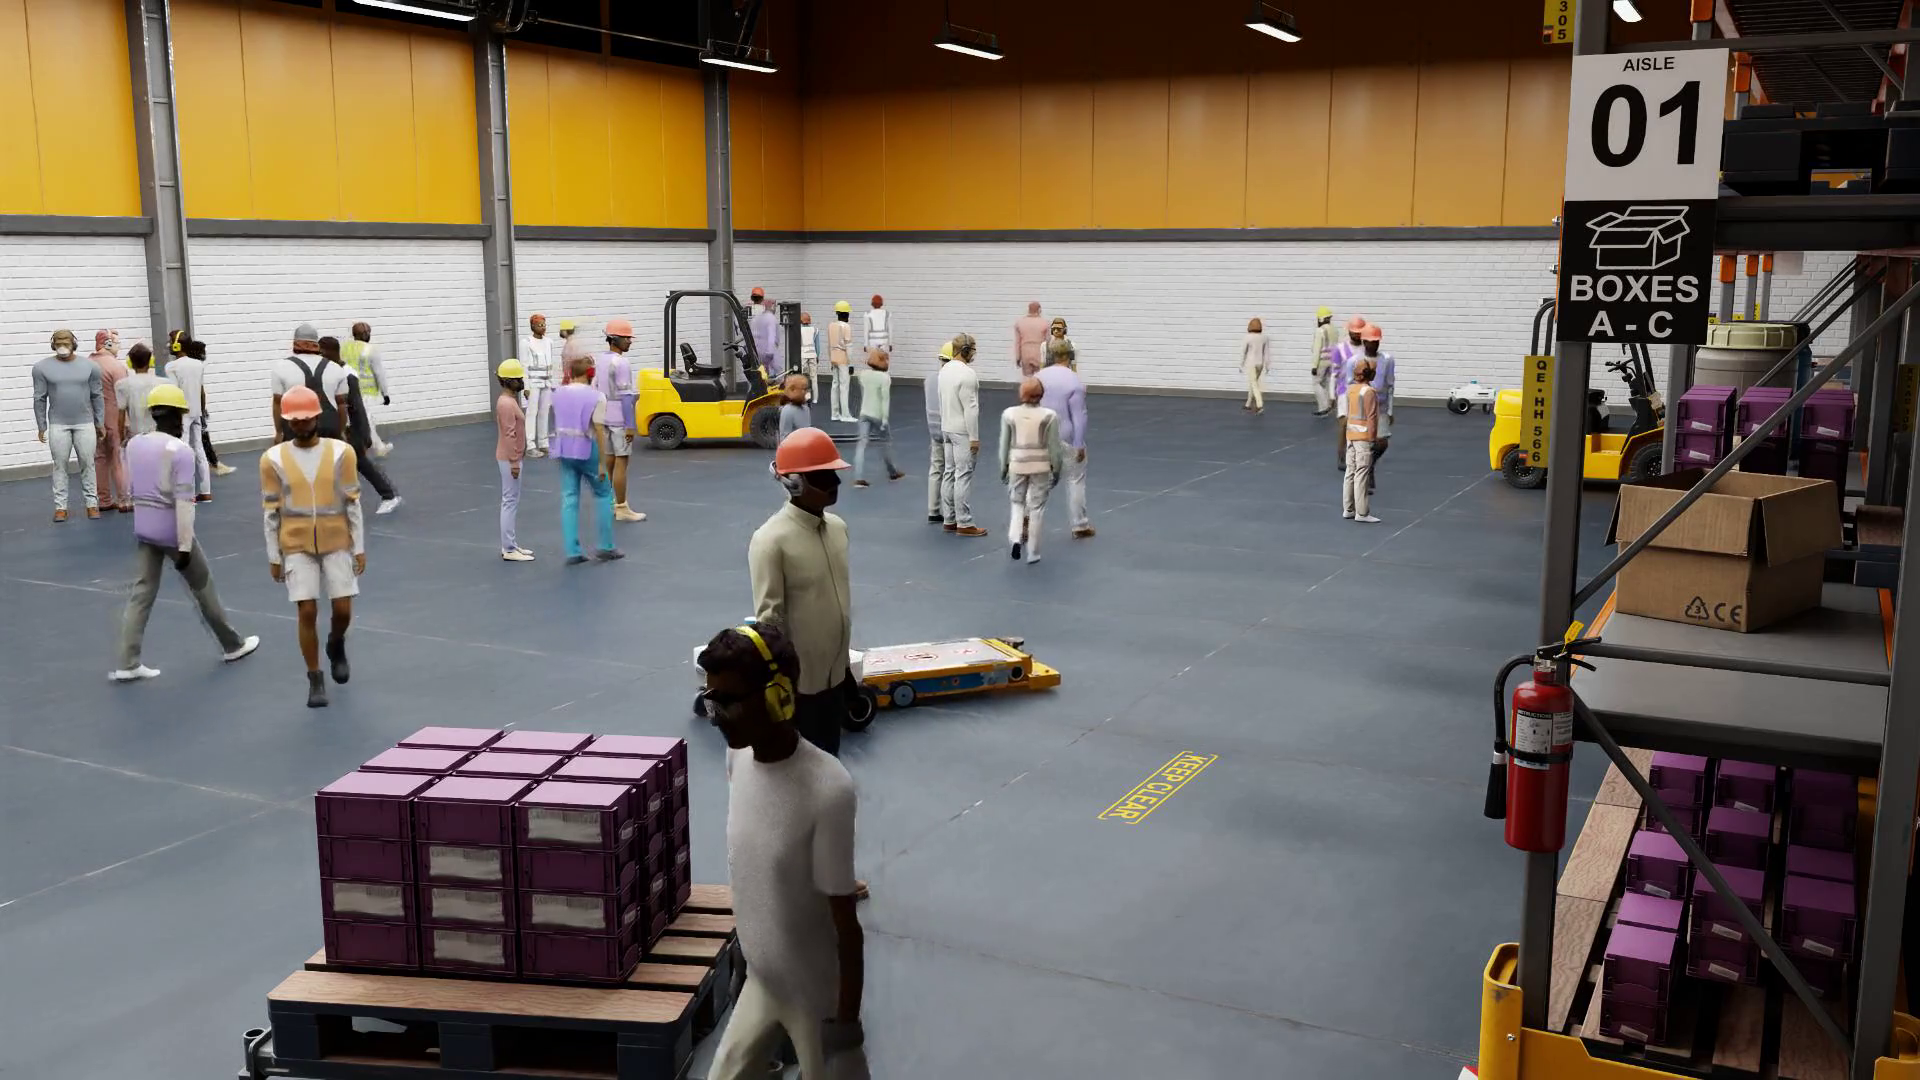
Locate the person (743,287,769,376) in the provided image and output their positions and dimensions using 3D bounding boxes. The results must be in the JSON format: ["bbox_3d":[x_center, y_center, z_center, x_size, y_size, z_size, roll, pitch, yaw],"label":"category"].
[{"bbox_3d":[-3.842,-3.800,31.721,0.607,2.044,0.371,0,10,-1],"label":"person"}]

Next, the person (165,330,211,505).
[{"bbox_3d":[-8.272,-1.305,17.764,0.320,1.876,0.533,3,10,19],"label":"person"}]

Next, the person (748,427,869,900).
[{"bbox_3d":[-0.609,0.540,6.732,0.375,1.997,0.611,5,11,26],"label":"person"}]

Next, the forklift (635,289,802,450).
[{"bbox_3d":[-3.358,-2.392,23.136,2.313,2.155,1.214,-1,10,-5],"label":"forklift"}]

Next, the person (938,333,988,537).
[{"bbox_3d":[0.012,-0.999,15.816,0.373,1.937,0.630,-5,11,-27],"label":"person"}]

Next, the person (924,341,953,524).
[{"bbox_3d":[-0.099,-1.040,16.382,0.404,1.825,0.598,-9,13,-43],"label":"person"}]

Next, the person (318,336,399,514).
[{"bbox_3d":[-6.169,-1.137,16.868,1.014,1.867,0.645,-8,13,-40],"label":"person"}]

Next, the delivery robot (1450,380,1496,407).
[{"bbox_3d":[8.595,-2.436,27.859,0.707,0.478,0.477,0,10,0],"label":"delivery robot"}]

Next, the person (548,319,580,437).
[{"bbox_3d":[-5.619,-2.376,24.362,0.815,1.739,0.522,-7,12,-34],"label":"person"}]

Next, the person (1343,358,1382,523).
[{"bbox_3d":[4.026,-0.998,16.664,0.310,1.642,0.514,-2,10,-13],"label":"person"}]

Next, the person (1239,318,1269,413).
[{"bbox_3d":[4.973,-2.942,28.059,0.510,1.593,0.833,-4,10,-20],"label":"person"}]

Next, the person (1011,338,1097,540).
[{"bbox_3d":[0.886,-0.924,15.516,0.639,1.912,0.850,9,13,41],"label":"person"}]

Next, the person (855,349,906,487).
[{"bbox_3d":[-0.943,-1.413,19.224,0.493,1.573,0.864,7,12,35],"label":"person"}]

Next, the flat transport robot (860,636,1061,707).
[{"bbox_3d":[-0.164,0.800,10.217,1.431,0.197,0.652,-4,11,-23],"label":"flat transport robot"}]

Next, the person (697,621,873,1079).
[{"bbox_3d":[-0.393,1.096,3.975,0.516,1.838,0.672,-8,13,-39],"label":"person"}]

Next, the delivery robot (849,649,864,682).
[{"bbox_3d":[-0.897,0.763,9.337,0.707,0.478,0.477,-8,13,-39],"label":"delivery robot"}]

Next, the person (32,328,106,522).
[{"bbox_3d":[-8.937,-1.156,16.723,0.635,1.936,0.352,-5,11,-29],"label":"person"}]

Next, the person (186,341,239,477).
[{"bbox_3d":[-9.171,-1.549,19.846,0.877,1.641,0.535,-4,11,-21],"label":"person"}]

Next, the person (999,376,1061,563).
[{"bbox_3d":[0.603,-0.594,14.365,0.534,1.624,0.391,3,10,14],"label":"person"}]

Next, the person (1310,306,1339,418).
[{"bbox_3d":[5.918,-2.895,27.110,0.608,1.830,0.404,-10,14,-44],"label":"person"}]

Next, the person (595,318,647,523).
[{"bbox_3d":[-3.416,-1.196,16.656,0.394,2.040,0.609,-7,12,-37],"label":"person"}]

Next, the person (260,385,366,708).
[{"bbox_3d":[-3.857,0.024,9.941,0.559,1.918,0.505,-4,11,-22],"label":"person"}]

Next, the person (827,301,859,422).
[{"bbox_3d":[-1.877,-2.836,26.477,0.368,1.928,0.585,-8,13,-39],"label":"person"}]

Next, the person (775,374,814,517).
[{"bbox_3d":[-1.471,-0.669,14.798,0.455,1.618,0.516,3,10,19],"label":"person"}]

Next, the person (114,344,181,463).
[{"bbox_3d":[-7.686,-0.940,15.798,0.519,1.833,0.837,-3,10,-18],"label":"person"}]

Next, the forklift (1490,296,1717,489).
[{"bbox_3d":[7.296,-1.677,18.993,2.313,2.155,1.214,5,11,27],"label":"forklift"}]

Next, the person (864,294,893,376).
[{"bbox_3d":[-1.594,-3.847,32.458,0.584,1.882,0.337,-2,10,-12],"label":"person"}]

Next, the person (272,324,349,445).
[{"bbox_3d":[-6.287,-1.102,16.108,0.706,2.000,0.545,-8,12,-37],"label":"person"}]

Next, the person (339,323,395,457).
[{"bbox_3d":[-7.668,-1.907,21.492,0.654,1.786,0.974,5,11,26],"label":"person"}]

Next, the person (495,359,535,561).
[{"bbox_3d":[-3.906,-0.700,14.577,0.313,1.767,0.534,-3,10,-16],"label":"person"}]

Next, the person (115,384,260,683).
[{"bbox_3d":[-5.046,-0.060,10.628,0.582,1.863,0.999,4,11,21],"label":"person"}]

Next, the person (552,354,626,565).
[{"bbox_3d":[-3.237,-0.704,14.463,0.569,1.812,0.689,4,10,21],"label":"person"}]

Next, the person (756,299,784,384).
[{"bbox_3d":[-3.402,-3.443,30.225,0.991,1.845,0.666,-7,12,-34],"label":"person"}]

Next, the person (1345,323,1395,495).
[{"bbox_3d":[4.553,-1.458,18.516,0.557,1.920,0.460,-1,10,-4],"label":"person"}]

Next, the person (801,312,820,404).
[{"bbox_3d":[-2.730,-3.220,29.534,0.514,1.640,0.310,-5,11,-26],"label":"person"}]

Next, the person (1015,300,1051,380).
[{"bbox_3d":[1.243,-3.114,28.202,0.646,1.893,0.475,2,10,14],"label":"person"}]

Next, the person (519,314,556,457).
[{"bbox_3d":[-5.567,-2.041,22.006,0.358,1.882,0.574,6,11,29],"label":"person"}]

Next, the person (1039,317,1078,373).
[{"bbox_3d":[1.281,-1.987,21.801,0.508,1.846,0.345,2,10,12],"label":"person"}]

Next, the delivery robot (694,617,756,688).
[{"bbox_3d":[-1.209,0.693,9.742,0.477,0.478,0.707,9,13,42],"label":"delivery robot"}]

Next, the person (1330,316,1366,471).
[{"bbox_3d":[4.891,-1.802,20.555,0.557,1.901,0.793,0,10,-1],"label":"person"}]

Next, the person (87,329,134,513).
[{"bbox_3d":[-8.788,-1.231,17.265,0.636,1.902,0.406,4,11,24],"label":"person"}]
